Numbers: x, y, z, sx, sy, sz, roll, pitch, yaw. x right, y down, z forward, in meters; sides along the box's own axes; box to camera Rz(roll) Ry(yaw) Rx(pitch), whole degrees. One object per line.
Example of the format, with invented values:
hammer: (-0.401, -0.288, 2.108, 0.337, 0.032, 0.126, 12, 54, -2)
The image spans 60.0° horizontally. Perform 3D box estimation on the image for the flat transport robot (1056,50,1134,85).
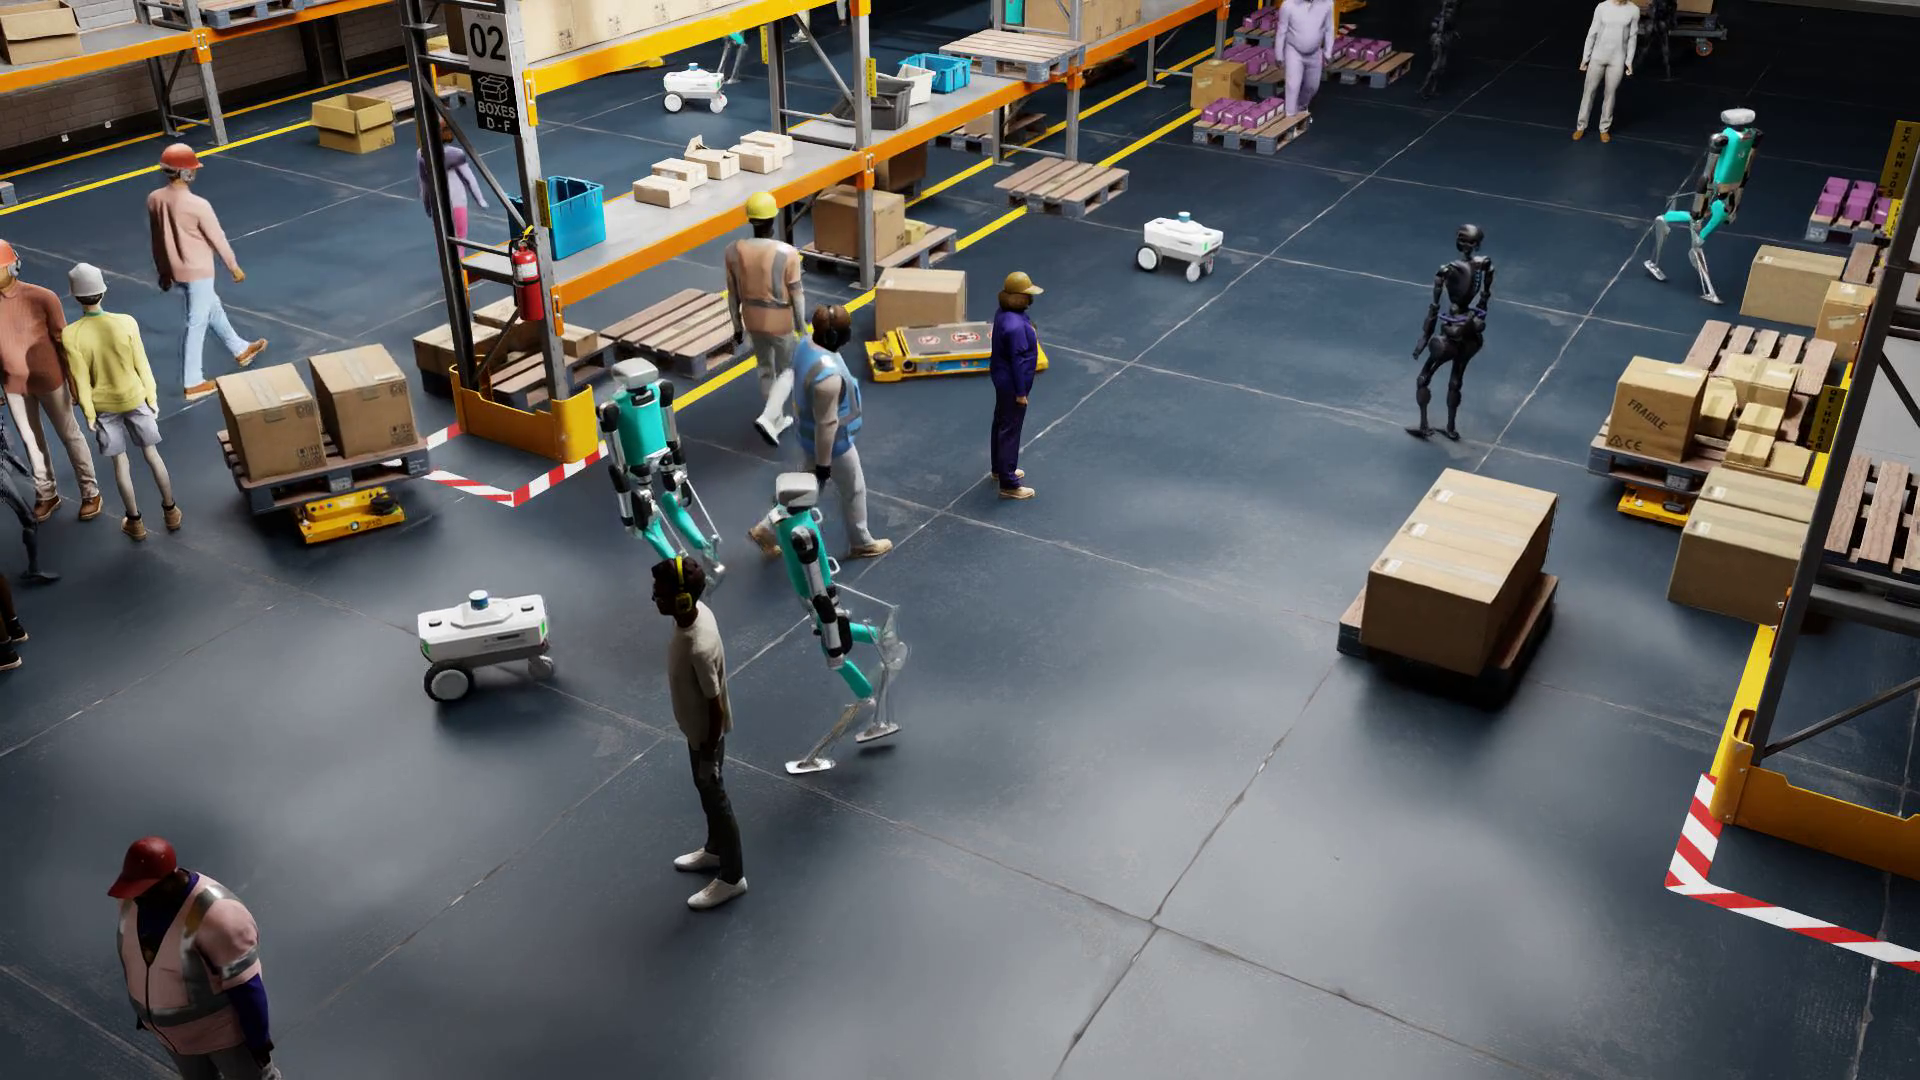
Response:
flat transport robot: (1.712, -6.321, 22.124, 0.659, 0.231, 1.431, 17, 33, 27)

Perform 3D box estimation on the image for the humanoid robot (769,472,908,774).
humanoid robot: (-0.552, 0.422, 8.707, 0.942, 1.758, 0.531, -9, 31, -16)

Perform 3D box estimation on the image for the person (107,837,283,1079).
person: (-2.850, 1.802, 6.260, 0.598, 1.746, 0.418, 10, 31, 17)

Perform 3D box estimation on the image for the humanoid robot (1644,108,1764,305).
humanoid robot: (6.587, -3.034, 14.878, 0.531, 1.774, 1.042, -12, 32, -20)

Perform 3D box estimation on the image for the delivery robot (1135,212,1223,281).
delivery robot: (2.065, -2.775, 15.538, 0.744, 0.573, 0.500, 20, 35, 32)

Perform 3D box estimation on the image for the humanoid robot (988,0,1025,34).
humanoid robot: (0.611, -6.083, 20.274, 0.563, 1.843, 0.840, 1, 29, 2)

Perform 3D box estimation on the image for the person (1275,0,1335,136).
person: (3.972, -5.687, 19.378, 0.667, 1.878, 0.682, -4, 30, -6)

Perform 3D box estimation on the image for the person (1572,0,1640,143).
person: (7.434, -5.527, 19.068, 0.572, 1.897, 0.360, 10, 31, 17)

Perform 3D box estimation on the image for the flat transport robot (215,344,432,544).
flat transport robot: (-4.423, -0.417, 11.679, 0.659, 0.231, 1.431, -16, 33, -26)

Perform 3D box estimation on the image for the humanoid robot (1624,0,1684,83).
humanoid robot: (9.064, -6.701, 21.387, 0.612, 1.627, 0.698, -23, 37, -34)

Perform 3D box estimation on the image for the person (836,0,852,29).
person: (-1.665, -8.383, 24.109, 0.623, 1.909, 0.859, -1, 30, -3)

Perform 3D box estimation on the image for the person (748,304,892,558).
person: (-0.903, -0.646, 10.524, 0.859, 1.806, 0.631, -11, 31, -19)

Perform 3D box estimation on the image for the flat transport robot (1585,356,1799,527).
flat transport robot: (5.163, -0.475, 11.782, 0.659, 0.231, 1.431, 17, 34, 27)

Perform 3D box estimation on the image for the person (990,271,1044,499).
person: (0.384, -1.079, 11.470, 0.341, 1.621, 0.464, -5, 30, -8)

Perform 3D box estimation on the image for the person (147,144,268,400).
person: (-5.897, -2.138, 13.019, 0.598, 1.942, 1.011, 17, 34, 27)

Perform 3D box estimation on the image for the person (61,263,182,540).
person: (-5.490, -0.890, 10.872, 0.482, 1.891, 0.381, -21, 35, -32)

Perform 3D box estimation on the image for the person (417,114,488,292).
person: (-4.555, -3.005, 14.911, 0.527, 1.611, 0.685, 11, 31, 19)

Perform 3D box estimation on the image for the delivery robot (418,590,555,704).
delivery robot: (-2.753, 0.568, 9.638, 0.781, 0.587, 0.499, -9, 31, -16)

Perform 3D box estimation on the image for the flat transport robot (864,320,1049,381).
flat transport robot: (-0.038, -1.560, 13.701, 1.431, 0.231, 0.659, -5, 30, -9)

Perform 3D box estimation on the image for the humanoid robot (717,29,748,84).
humanoid robot: (-3.065, -6.762, 21.404, 0.754, 1.754, 0.530, -22, 36, -34)

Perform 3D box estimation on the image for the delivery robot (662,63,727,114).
delivery robot: (-3.279, -5.568, 20.496, 0.782, 0.589, 0.499, 2, 30, 4)

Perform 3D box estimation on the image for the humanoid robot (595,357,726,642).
humanoid robot: (-1.668, -0.162, 9.745, 0.739, 1.790, 0.530, 21, 36, 32)

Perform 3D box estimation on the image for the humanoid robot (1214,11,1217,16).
humanoid robot: (3.765, -8.671, 24.830, 1.020, 1.761, 0.535, -21, 36, -32)

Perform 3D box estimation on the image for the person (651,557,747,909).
person: (-1.220, 0.894, 7.735, 0.326, 1.870, 0.511, -9, 31, -15)

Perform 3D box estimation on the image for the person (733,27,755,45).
person: (-3.044, -8.047, 23.517, 0.536, 1.896, 0.834, 11, 31, 18)

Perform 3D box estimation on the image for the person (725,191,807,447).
person: (-1.403, -1.581, 12.068, 0.600, 1.913, 0.603, 11, 31, 19)

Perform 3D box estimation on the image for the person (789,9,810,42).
person: (-2.291, -7.952, 23.498, 0.324, 1.751, 0.558, 1, 29, 2)

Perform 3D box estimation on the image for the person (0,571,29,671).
person: (-5.761, -0.144, 9.488, 0.370, 1.959, 0.606, -9, 31, -16)

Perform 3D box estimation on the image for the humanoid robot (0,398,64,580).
humanoid robot: (-6.031, -0.433, 10.288, 0.616, 1.629, 0.610, 2, 30, 4)

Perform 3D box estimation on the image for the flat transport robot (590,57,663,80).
flat transport robot: (-4.764, -6.385, 22.236, 1.431, 0.231, 0.659, -21, 36, -33)

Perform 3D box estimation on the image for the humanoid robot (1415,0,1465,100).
humanoid robot: (6.023, -6.341, 20.734, 0.415, 1.640, 0.608, 19, 34, 30)

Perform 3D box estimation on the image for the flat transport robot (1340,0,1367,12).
flat transport robot: (5.531, -8.438, 25.868, 1.431, 0.231, 0.659, 23, 37, 34)

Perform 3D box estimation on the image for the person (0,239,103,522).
person: (-6.170, -1.056, 11.058, 0.620, 1.993, 0.380, -2, 30, -4)

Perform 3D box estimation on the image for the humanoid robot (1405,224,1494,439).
humanoid robot: (3.629, -1.528, 12.204, 0.583, 1.649, 0.341, -14, 32, -24)
